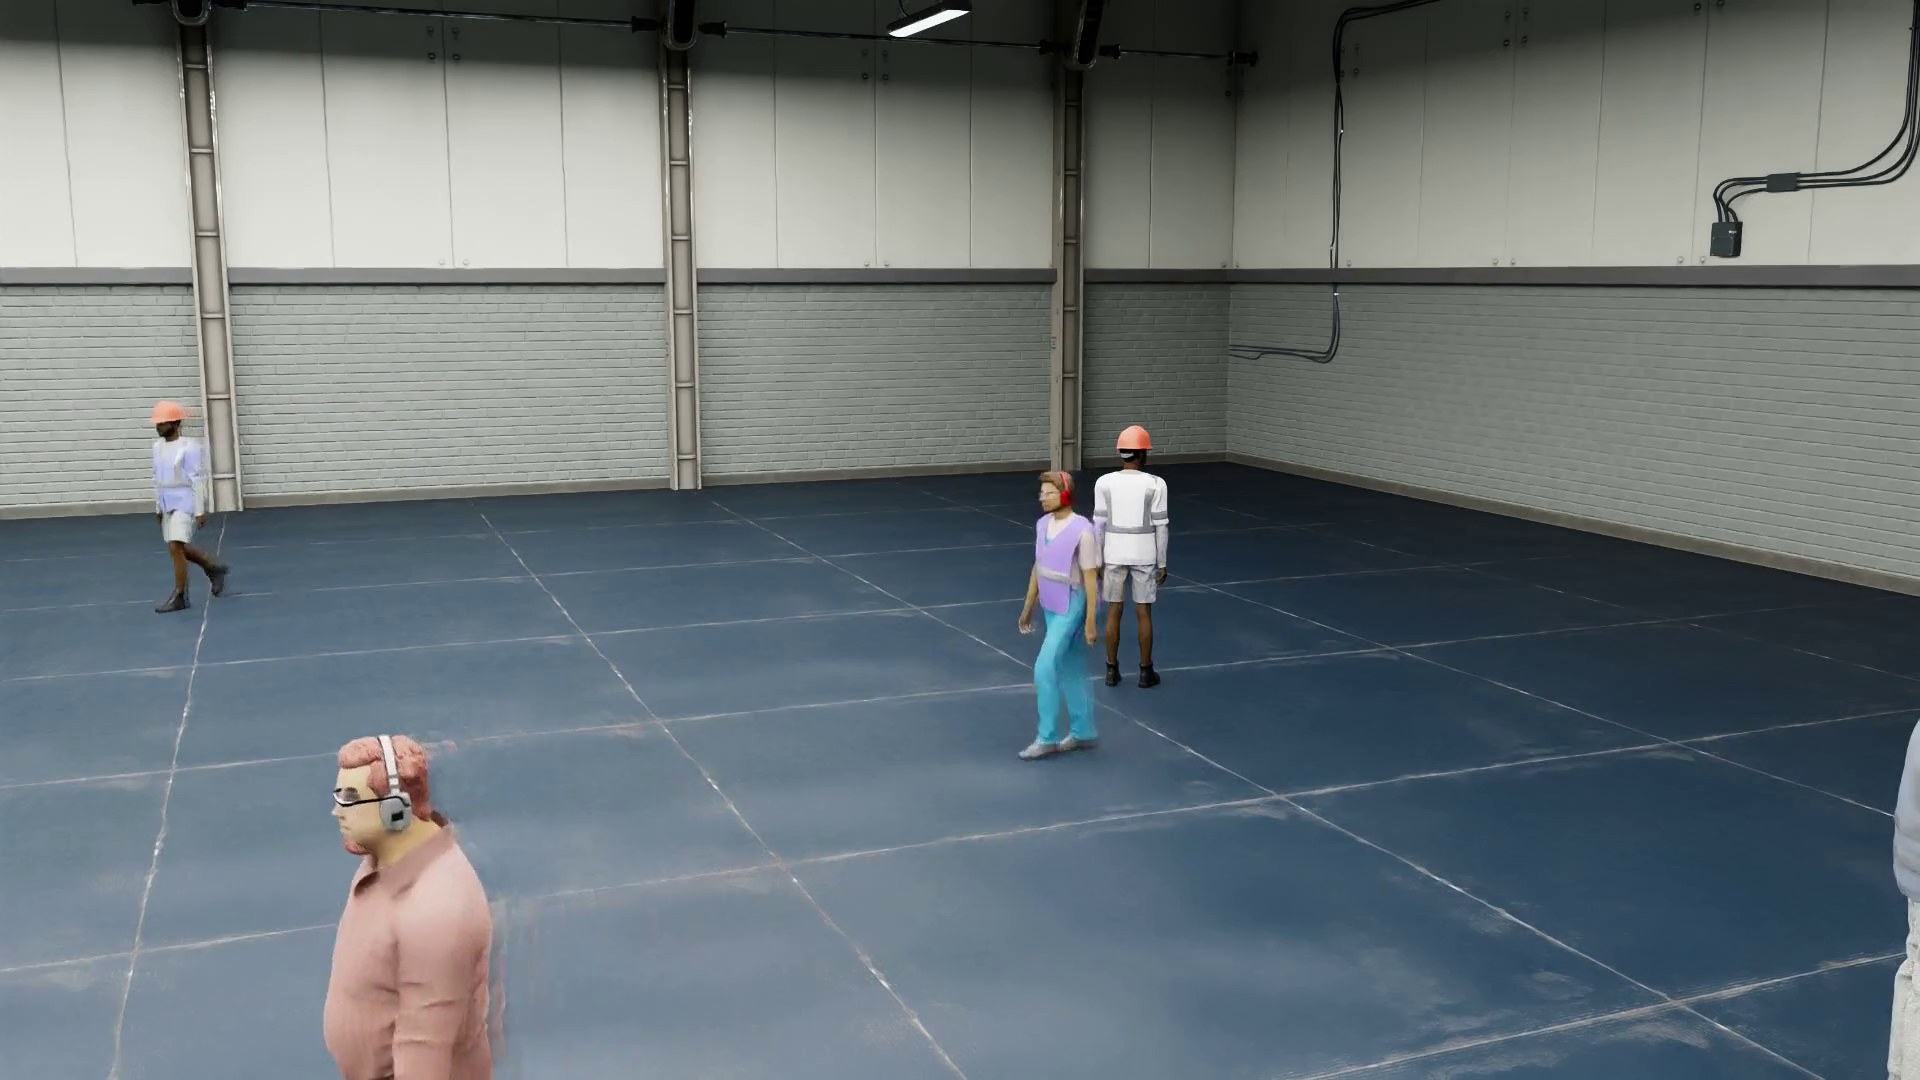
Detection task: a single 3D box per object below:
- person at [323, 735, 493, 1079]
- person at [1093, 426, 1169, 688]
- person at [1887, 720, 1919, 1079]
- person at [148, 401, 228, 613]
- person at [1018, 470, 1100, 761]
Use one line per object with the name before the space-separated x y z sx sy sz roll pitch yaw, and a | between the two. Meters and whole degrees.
person | -1.440 1.420 4.253 0.475 1.889 0.672 -5 10 -30
person | 1.261 0.126 12.252 0.552 1.934 0.352 3 9 15
person | 3.472 1.208 5.791 0.403 1.827 0.600 4 10 22
person | -7.080 -0.328 15.210 0.550 1.916 0.805 4 10 26
person | 0.552 0.468 10.446 0.717 1.816 0.580 -4 10 -22
